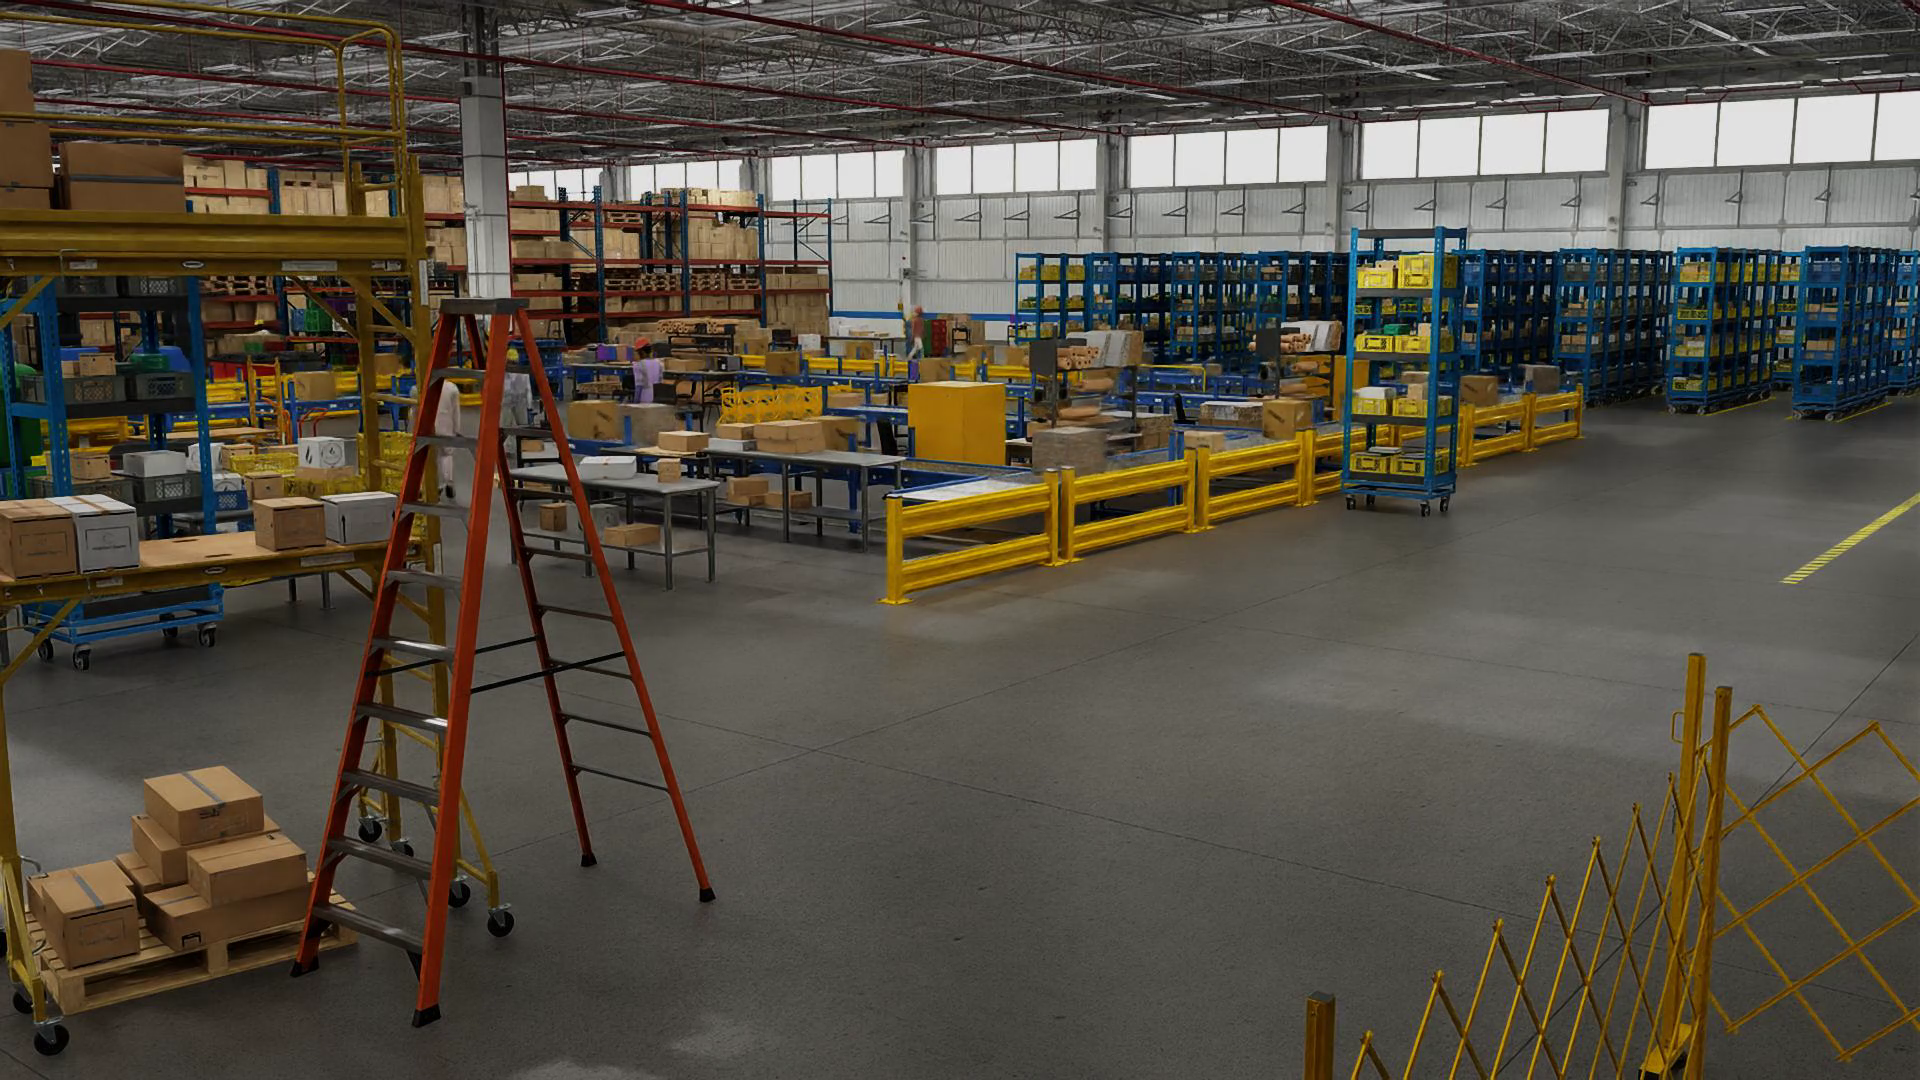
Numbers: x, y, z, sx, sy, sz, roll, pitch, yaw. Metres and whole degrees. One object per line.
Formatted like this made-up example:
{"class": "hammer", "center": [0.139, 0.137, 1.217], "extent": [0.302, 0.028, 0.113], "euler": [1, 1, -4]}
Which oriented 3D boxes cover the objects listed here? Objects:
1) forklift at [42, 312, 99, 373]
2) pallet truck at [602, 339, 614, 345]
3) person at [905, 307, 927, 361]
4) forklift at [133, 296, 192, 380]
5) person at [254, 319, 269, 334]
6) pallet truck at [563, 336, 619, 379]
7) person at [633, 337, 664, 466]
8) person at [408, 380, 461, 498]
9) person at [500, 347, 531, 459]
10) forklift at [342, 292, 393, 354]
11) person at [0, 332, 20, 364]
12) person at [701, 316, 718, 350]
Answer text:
{"class": "forklift", "center": [-23.779, -5.451, 44.052], "extent": [1.873, 2.768, 1.129], "euler": [7, 11, 36]}
{"class": "pallet truck", "center": [-8.991, -4.871, 45.351], "extent": [0.653, 1.274, 1.630], "euler": [7, 11, 37]}
{"class": "person", "center": [-1.426, -6.662, 54.478], "extent": [0.942, 1.963, 0.605], "euler": [5, 10, 28]}
{"class": "forklift", "center": [-20.873, -5.472, 44.182], "extent": [1.129, 2.768, 1.873], "euler": [7, 11, 37]}
{"class": "person", "center": [-19.875, -5.406, 47.295], "extent": [0.546, 1.746, 0.526], "euler": [5, 11, 30]}
{"class": "pallet truck", "center": [-10.690, -5.294, 48.215], "extent": [1.601, 1.201, 0.680], "euler": [-5, 10, -26]}
{"class": "person", "center": [-4.953, -2.184, 26.296], "extent": [0.392, 2.034, 0.605], "euler": [6, 11, 33]}
{"class": "person", "center": [-7.011, -1.460, 22.196], "extent": [0.669, 1.894, 0.432], "euler": [-5, 10, -26]}
{"class": "person", "center": [-7.348, -2.249, 27.346], "extent": [0.592, 1.836, 0.404], "euler": [-4, 10, -24]}
{"class": "forklift", "center": [-16.485, -5.622, 45.120], "extent": [1.129, 2.768, 1.873], "euler": [7, 11, 37]}
{"class": "person", "center": [-23.739, -4.423, 41.515], "extent": [0.269, 1.632, 0.509], "euler": [8, 12, 41]}
{"class": "person", "center": [-7.605, -5.956, 50.761], "extent": [0.743, 1.735, 0.532], "euler": [9, 13, 43]}
